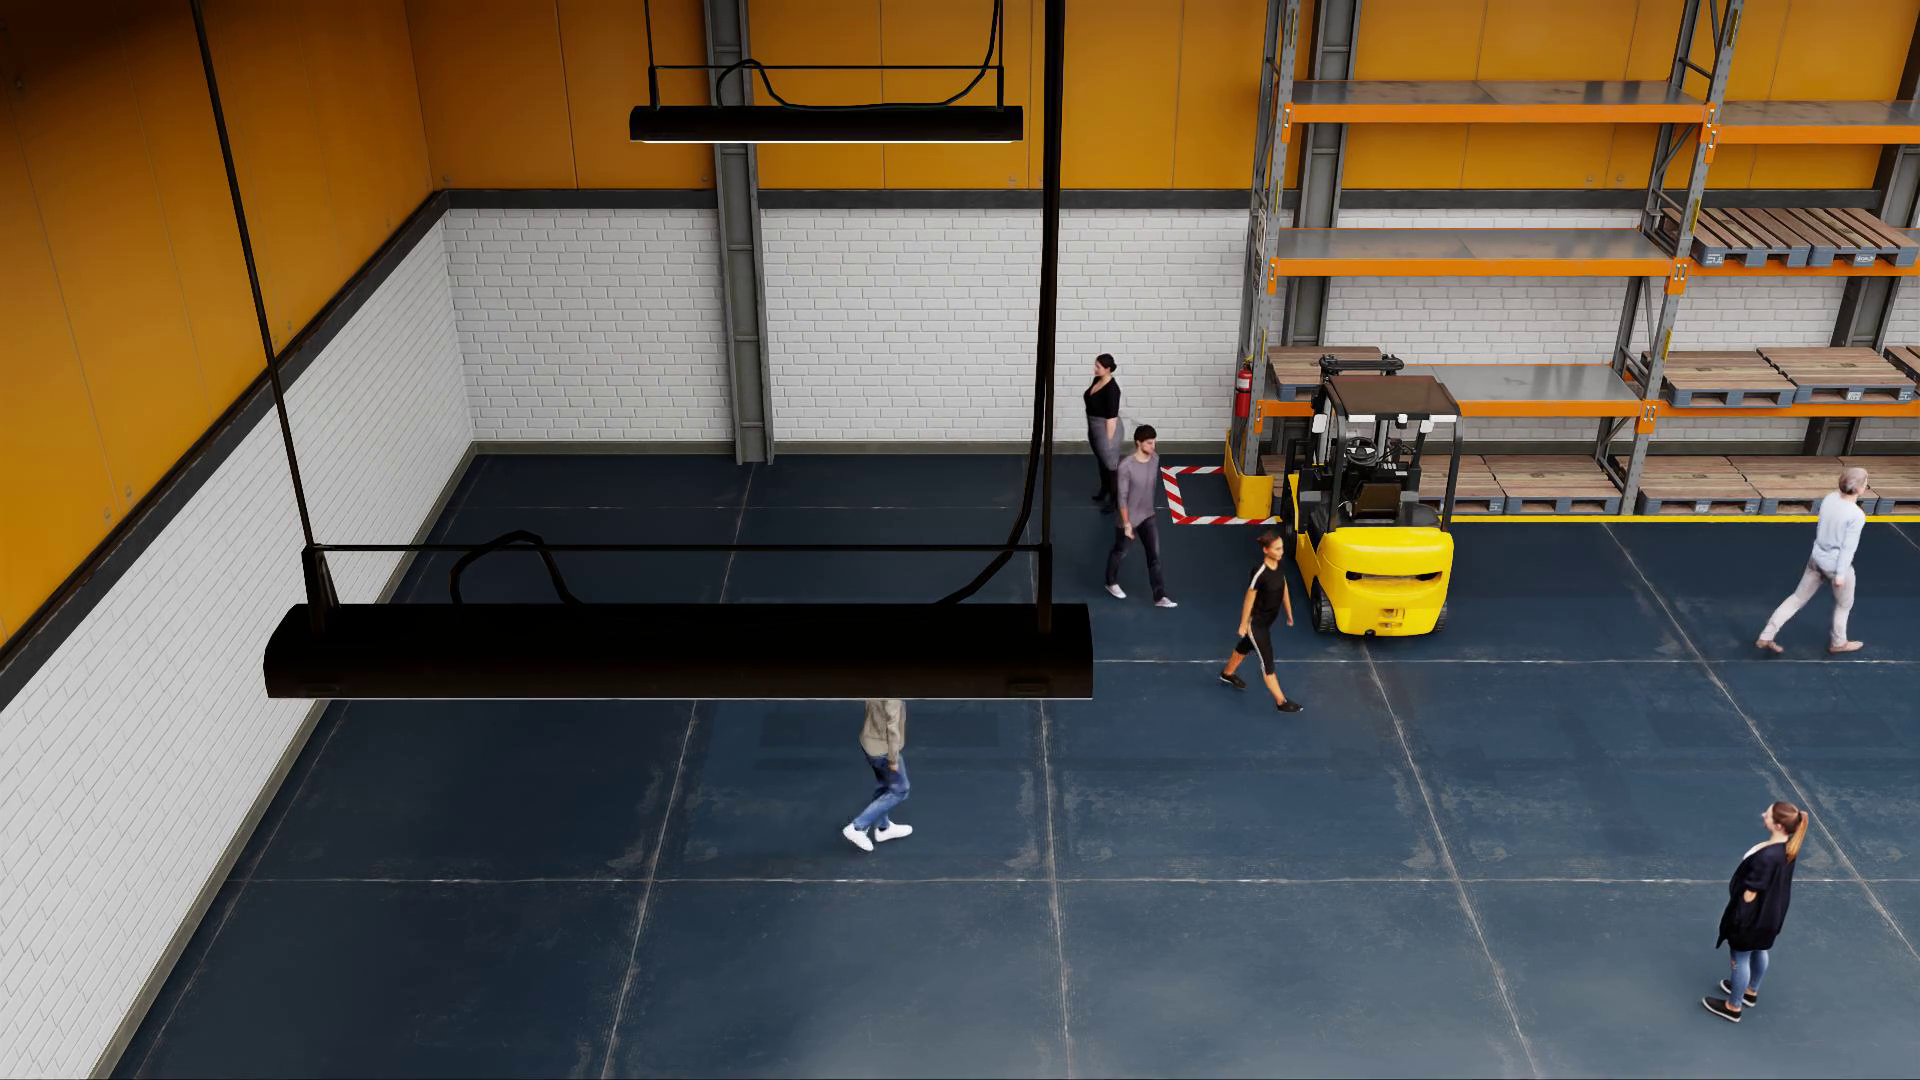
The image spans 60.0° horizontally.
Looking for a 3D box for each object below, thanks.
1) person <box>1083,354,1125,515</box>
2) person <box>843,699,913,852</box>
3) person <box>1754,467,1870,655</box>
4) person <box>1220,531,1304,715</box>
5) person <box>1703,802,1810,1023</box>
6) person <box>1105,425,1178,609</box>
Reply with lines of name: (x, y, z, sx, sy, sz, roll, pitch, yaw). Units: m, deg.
person: (1.521, -1.121, 17.219, 0.719, 1.750, 0.729, -7, 29, -12)
person: (-0.651, 1.515, 12.283, 0.941, 1.851, 0.867, -11, 30, -19)
person: (7.551, 0.246, 14.613, 1.317, 1.847, 0.850, -5, 29, -10)
person: (2.485, 0.646, 14.121, 1.159, 1.616, 1.059, 23, 36, 36)
person: (5.212, 2.405, 10.825, 0.695, 1.683, 0.778, -21, 35, -33)
person: (1.571, -0.253, 15.560, 1.102, 1.816, 1.080, -17, 33, -28)
